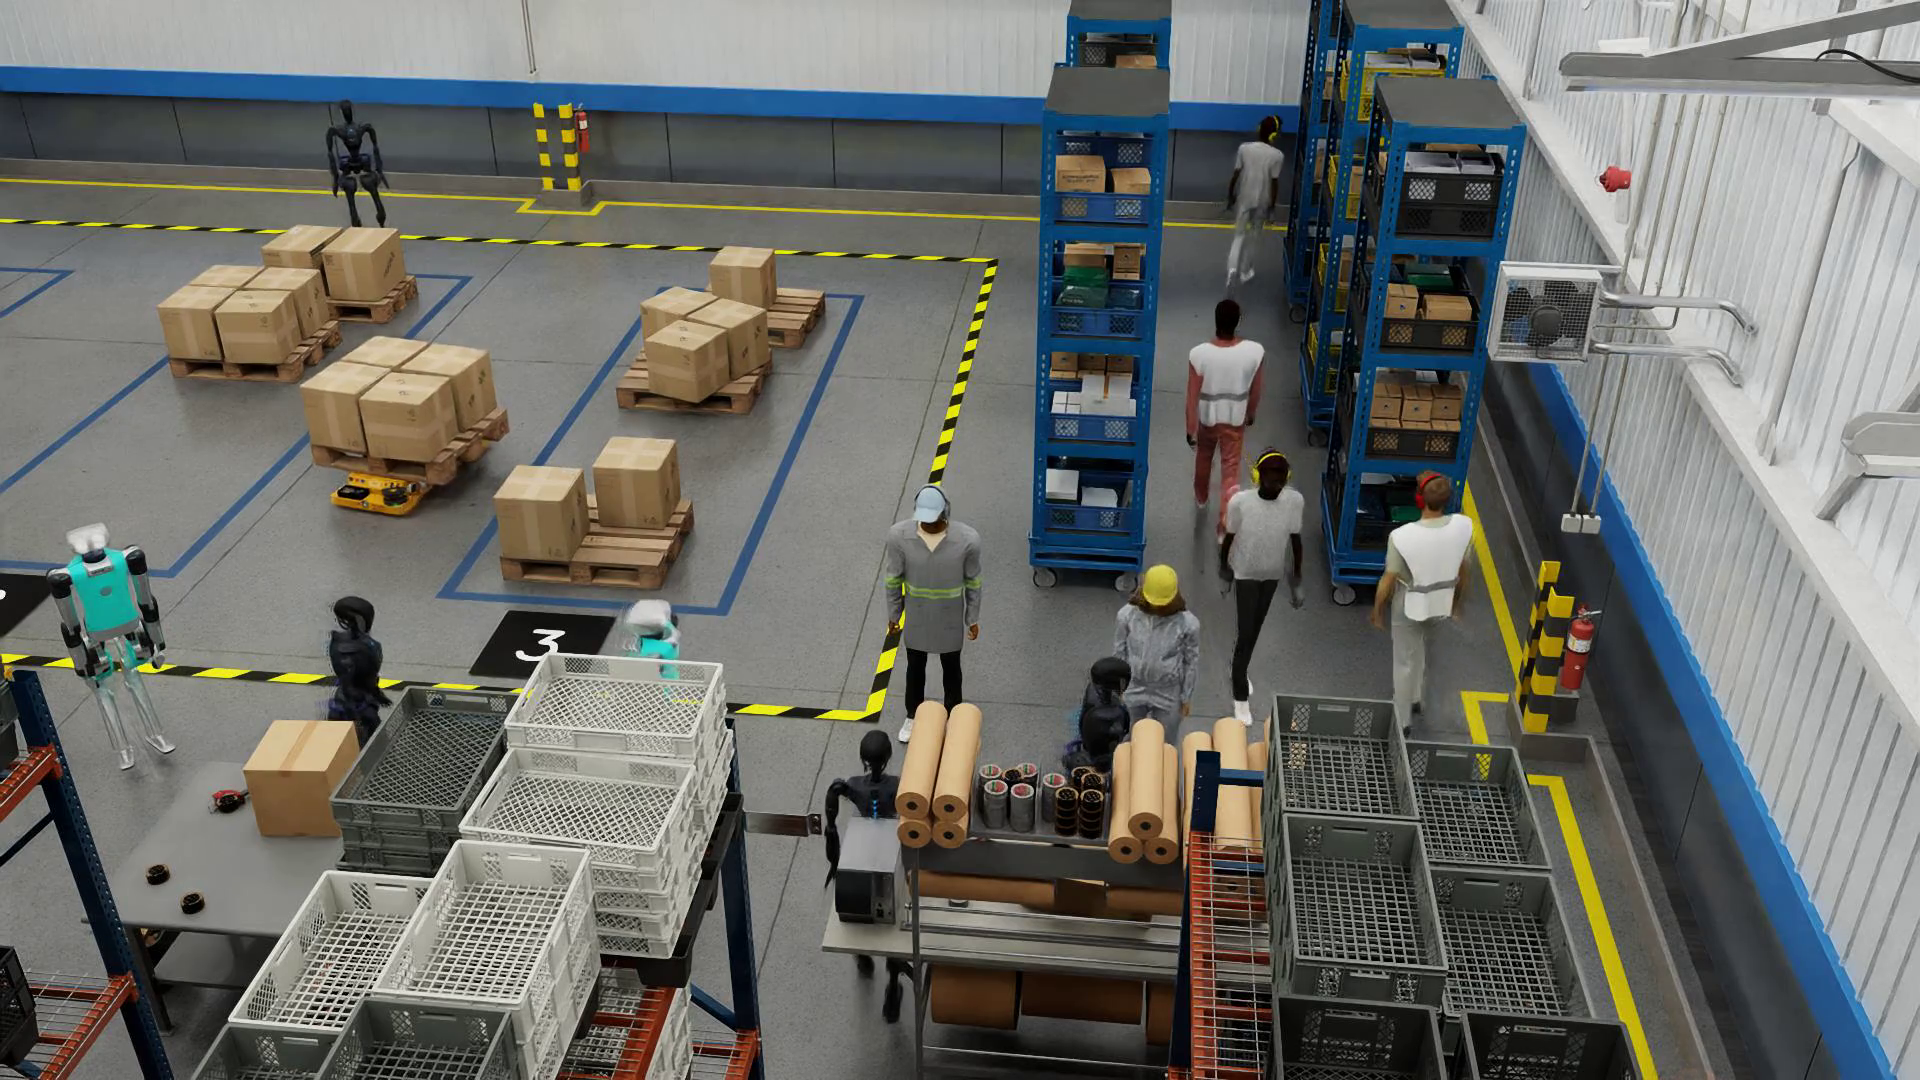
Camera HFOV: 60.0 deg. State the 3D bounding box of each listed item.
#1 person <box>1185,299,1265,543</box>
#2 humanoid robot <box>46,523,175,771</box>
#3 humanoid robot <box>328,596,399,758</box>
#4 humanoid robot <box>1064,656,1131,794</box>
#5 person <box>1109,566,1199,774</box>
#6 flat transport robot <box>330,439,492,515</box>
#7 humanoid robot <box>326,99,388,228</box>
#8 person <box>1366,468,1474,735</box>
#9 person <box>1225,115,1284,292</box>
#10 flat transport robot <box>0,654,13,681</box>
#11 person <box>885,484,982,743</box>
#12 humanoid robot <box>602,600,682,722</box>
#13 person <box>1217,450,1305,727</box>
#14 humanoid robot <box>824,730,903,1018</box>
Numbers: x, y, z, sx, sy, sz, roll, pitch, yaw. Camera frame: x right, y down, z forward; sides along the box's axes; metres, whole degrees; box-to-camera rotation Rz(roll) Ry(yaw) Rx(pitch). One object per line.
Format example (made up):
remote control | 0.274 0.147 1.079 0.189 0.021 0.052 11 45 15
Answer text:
person | 2.000 -0.933 12.694 0.582 1.872 1.012 2 30 3
humanoid robot | -5.159 0.577 10.089 0.533 1.677 0.735 -22 37 -33
humanoid robot | -3.453 1.000 9.587 0.678 1.621 0.599 -3 30 -5
humanoid robot | 0.743 1.309 9.063 0.620 1.643 0.609 -7 31 -13
person | 1.119 0.889 9.702 0.509 1.730 0.388 7 31 11
flat transport robot | -4.518 -0.661 13.780 0.652 0.197 1.431 9 31 15
humanoid robot | -6.577 -4.000 18.137 0.590 1.644 0.373 -17 34 -26
person | 2.845 0.385 10.450 0.592 1.831 0.544 -11 32 -18
person | 2.988 -3.439 17.030 0.548 1.829 0.737 14 33 22
flat transport robot | -7.142 0.969 11.010 1.431 0.231 0.659 3 30 6
person | -0.168 0.469 10.294 0.596 1.849 0.395 3 30 5
humanoid robot | -1.862 1.105 9.335 1.033 1.746 0.550 1 30 1
person | 1.944 0.298 10.600 0.496 1.839 0.812 -5 31 -9
humanoid robot | -0.401 1.636 8.476 0.591 1.635 0.630 0 30 0
